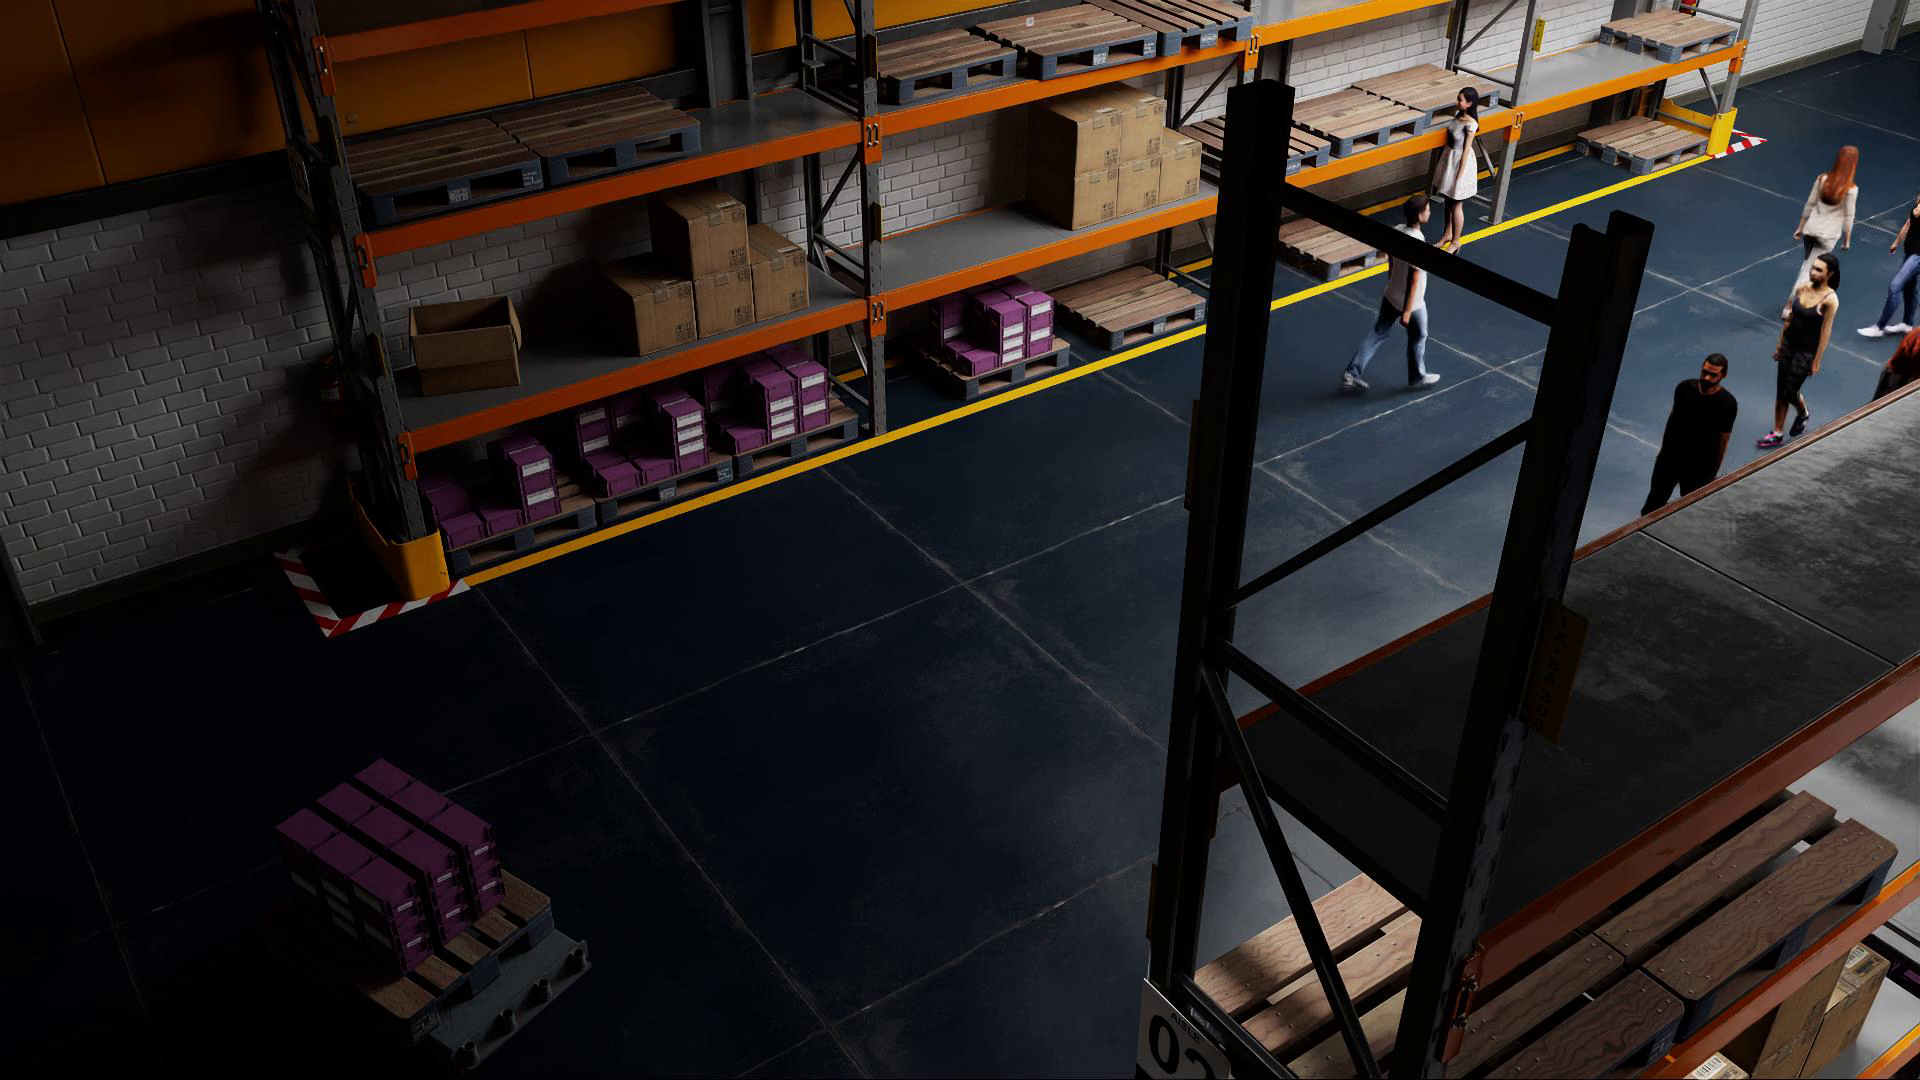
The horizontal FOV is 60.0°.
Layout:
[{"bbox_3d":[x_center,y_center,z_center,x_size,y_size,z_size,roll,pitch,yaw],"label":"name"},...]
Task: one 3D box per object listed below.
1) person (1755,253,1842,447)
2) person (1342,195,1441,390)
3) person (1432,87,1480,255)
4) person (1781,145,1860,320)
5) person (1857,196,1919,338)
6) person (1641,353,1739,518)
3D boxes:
[{"bbox_3d":[7.026,-1.563,13.761,0.787,1.719,0.690,-11,35,-16],"label":"person"},{"bbox_3d":[3.767,-2.091,14.461,1.259,1.826,0.901,-10,35,-15],"label":"person"},{"bbox_3d":[5.087,-3.772,17.041,0.800,1.769,0.776,-3,34,-4],"label":"person"},{"bbox_3d":[8.104,-2.874,15.765,0.840,1.685,0.619,-19,38,-26],"label":"person"},{"bbox_3d":[8.978,-2.665,15.438,0.921,1.698,0.829,1,34,2],"label":"person"},{"bbox_3d":[5.438,-0.623,12.329,0.841,1.740,0.724,-29,43,-36],"label":"person"}]
